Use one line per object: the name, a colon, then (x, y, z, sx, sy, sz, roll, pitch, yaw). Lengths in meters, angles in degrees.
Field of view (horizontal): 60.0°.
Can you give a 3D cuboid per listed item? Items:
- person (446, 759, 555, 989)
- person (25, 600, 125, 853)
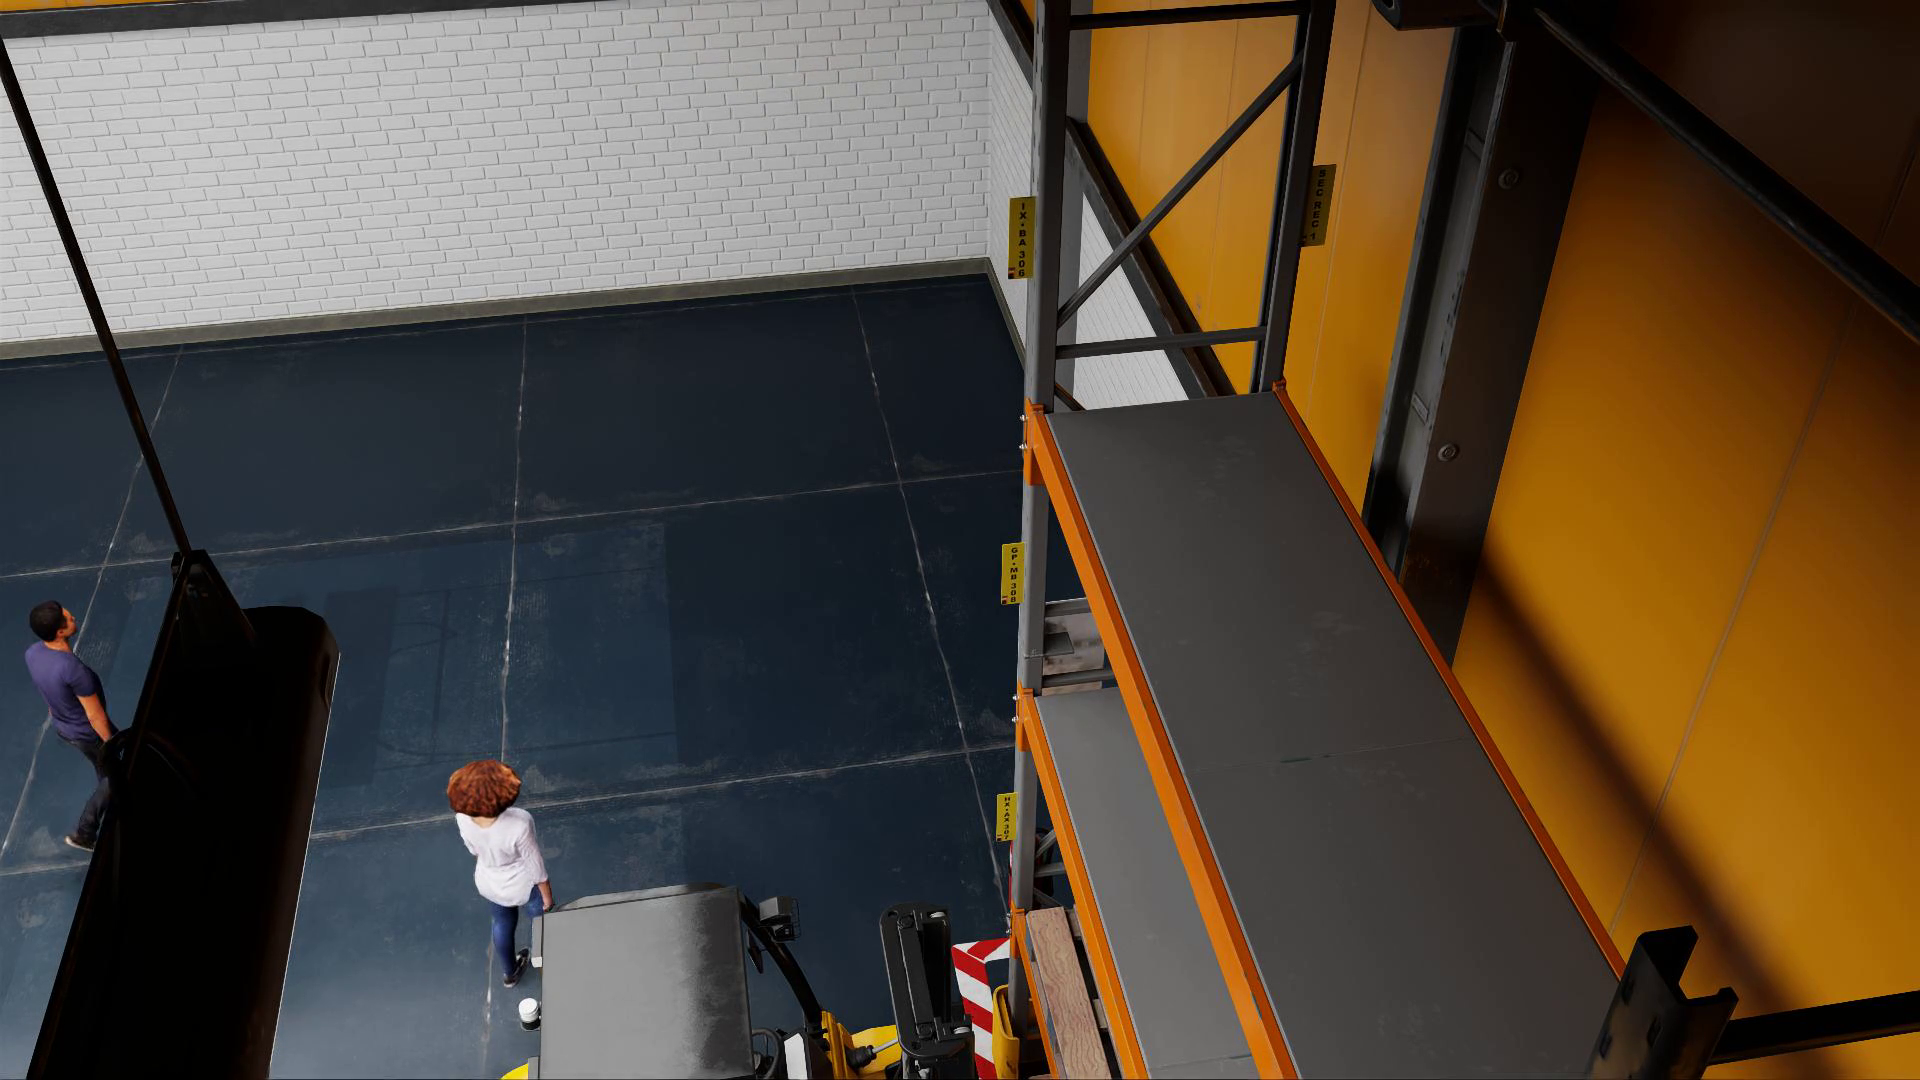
person: (-2.458, 1.851, 8.953, 0.756, 1.708, 0.758, 12, 40, 15)
person: (-5.222, 1.142, 9.785, 0.934, 1.776, 1.013, 20, 43, 23)
